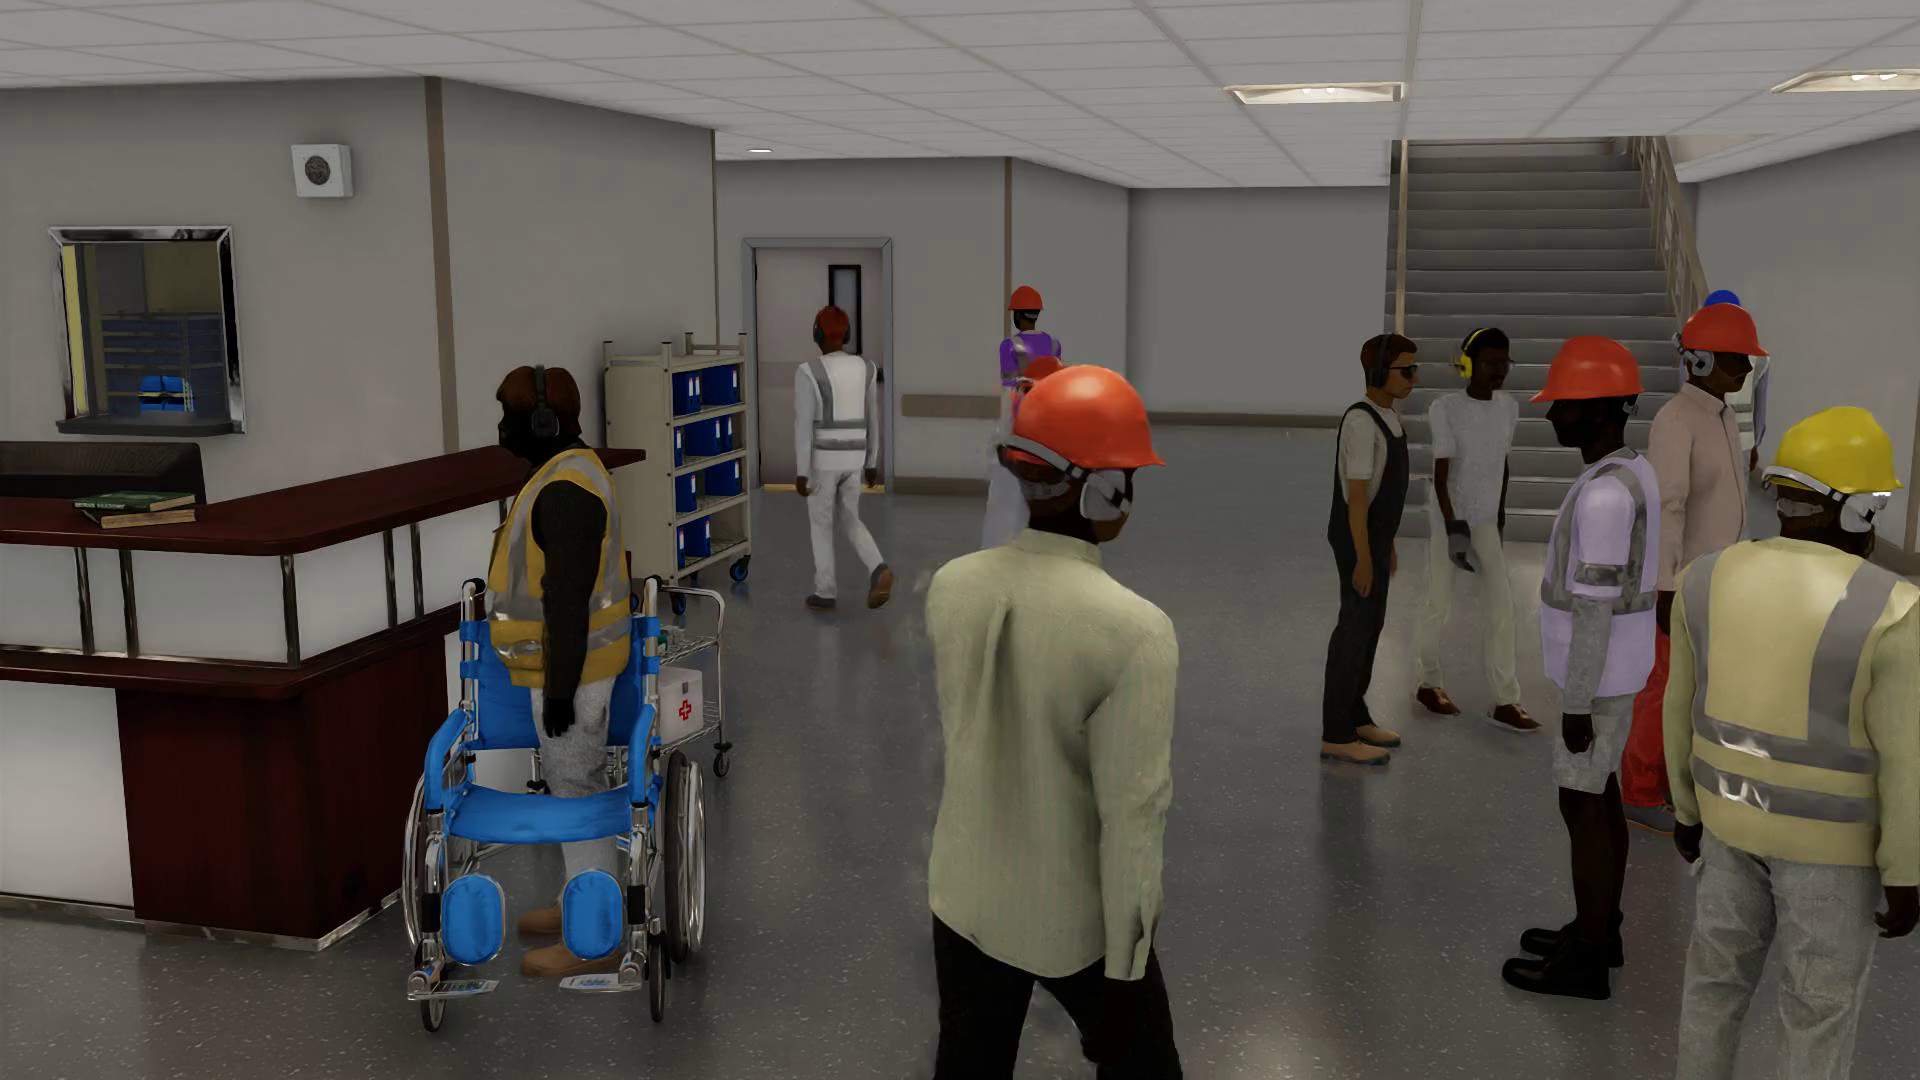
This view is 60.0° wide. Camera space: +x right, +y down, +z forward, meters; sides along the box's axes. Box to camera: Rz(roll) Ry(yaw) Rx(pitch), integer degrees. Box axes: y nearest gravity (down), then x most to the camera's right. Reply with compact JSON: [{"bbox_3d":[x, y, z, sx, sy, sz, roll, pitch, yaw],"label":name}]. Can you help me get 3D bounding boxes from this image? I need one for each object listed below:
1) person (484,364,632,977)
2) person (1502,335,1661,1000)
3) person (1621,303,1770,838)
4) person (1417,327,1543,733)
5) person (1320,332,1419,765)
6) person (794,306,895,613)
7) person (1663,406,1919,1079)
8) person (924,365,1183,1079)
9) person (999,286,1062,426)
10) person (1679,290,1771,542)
[{"bbox_3d":[-1.217,0.385,5.064,0.430,1.838,0.625,-3,10,-16],"label":"person"},{"bbox_3d":[1.818,0.374,4.854,0.378,1.931,0.545,5,11,28],"label":"person"},{"bbox_3d":[2.736,0.118,6.198,0.402,1.987,0.608,8,12,39],"label":"person"},{"bbox_3d":[2.374,-0.039,7.559,0.501,1.826,0.872,-3,10,-16],"label":"person"},{"bbox_3d":[1.755,0.035,7.116,0.342,1.837,0.503,5,11,25],"label":"person"},{"bbox_3d":[-0.704,-0.460,9.928,0.590,1.867,0.623,-8,12,-39],"label":"person"},{"bbox_3d":[1.845,0.621,3.669,0.403,1.831,0.597,-6,11,-30],"label":"person"},{"bbox_3d":[0.245,0.649,3.163,0.616,1.950,0.982,9,13,43],"label":"person"},{"bbox_3d":[0.487,-0.901,12.319,0.543,1.938,0.356,-8,12,-39],"label":"person"},{"bbox_3d":[4.827,-0.616,10.615,0.612,1.943,0.404,-1,10,-8],"label":"person"}]
